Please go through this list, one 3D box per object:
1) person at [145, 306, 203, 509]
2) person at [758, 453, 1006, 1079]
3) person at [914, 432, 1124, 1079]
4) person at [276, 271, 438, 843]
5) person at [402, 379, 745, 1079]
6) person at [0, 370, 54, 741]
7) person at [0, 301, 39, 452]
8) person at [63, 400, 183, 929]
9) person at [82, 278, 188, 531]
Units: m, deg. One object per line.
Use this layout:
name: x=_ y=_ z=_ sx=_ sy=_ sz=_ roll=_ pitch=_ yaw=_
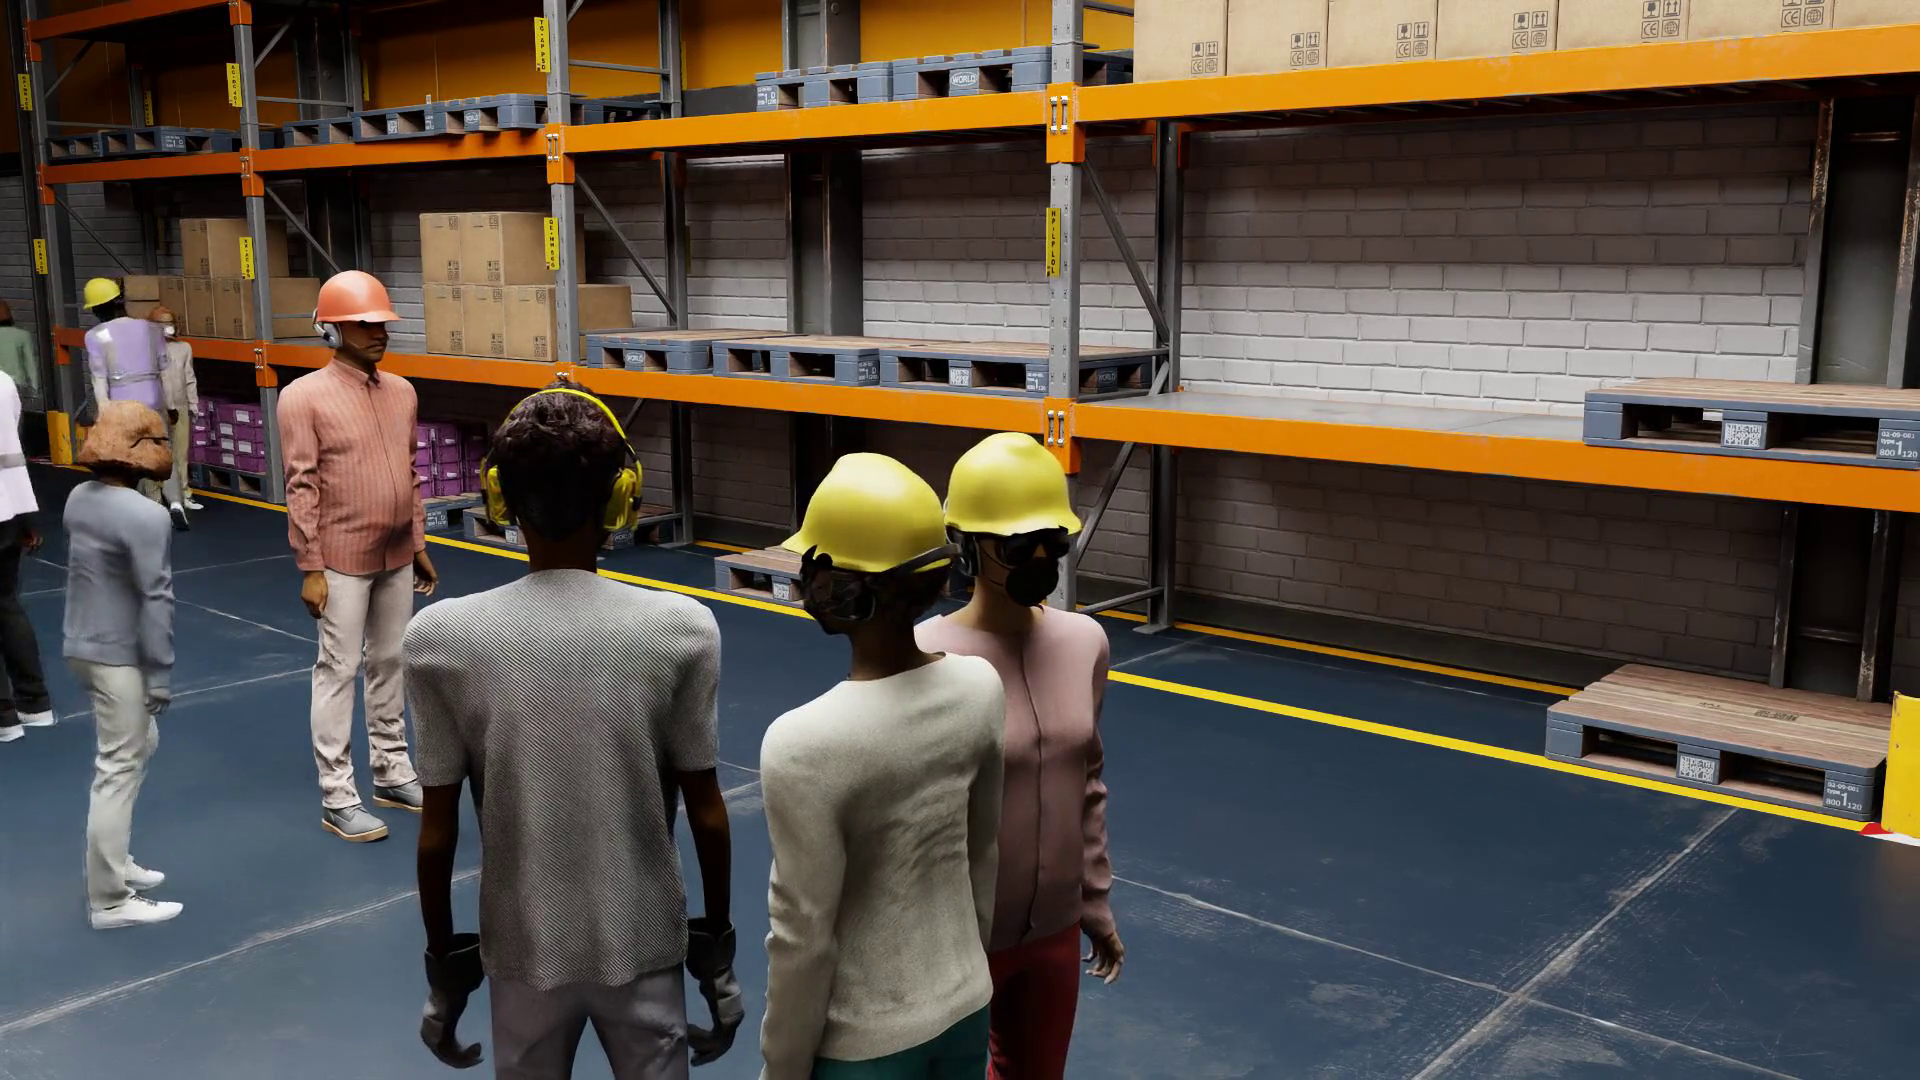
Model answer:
person: x=-6.221 y=-1.020 z=13.073 sx=0.286 sy=1.627 sz=0.495 roll=7 pitch=12 yaw=33
person: x=-0.125 y=0.745 z=2.613 sx=0.306 sy=1.772 sz=0.527 roll=7 pitch=12 yaw=36
person: x=0.075 y=0.691 z=2.927 sx=0.524 sy=1.770 sz=0.315 roll=-8 pitch=13 yaw=-37
person: x=-2.115 y=0.051 z=5.923 sx=0.377 sy=1.995 sz=0.608 roll=4 pitch=11 yaw=24
person: x=-0.610 y=0.681 z=2.686 sx=0.516 sy=1.873 sz=0.329 roll=-1 pitch=10 yaw=-8
person: x=-4.136 y=-0.062 z=6.948 sx=0.501 sy=1.897 sz=0.633 roll=0 pitch=10 yaw=1
person: x=-8.974 y=-1.452 z=15.645 sx=0.502 sy=1.579 sz=0.866 roll=-8 pitch=13 yaw=-39
person: x=-2.596 y=0.380 z=5.142 sx=0.522 sy=1.609 sz=0.401 roll=7 pitch=12 yaw=35
person: x=-6.023 y=-0.983 z=12.213 sx=0.886 sy=1.873 sz=0.673 roll=7 pitch=12 yaw=36
